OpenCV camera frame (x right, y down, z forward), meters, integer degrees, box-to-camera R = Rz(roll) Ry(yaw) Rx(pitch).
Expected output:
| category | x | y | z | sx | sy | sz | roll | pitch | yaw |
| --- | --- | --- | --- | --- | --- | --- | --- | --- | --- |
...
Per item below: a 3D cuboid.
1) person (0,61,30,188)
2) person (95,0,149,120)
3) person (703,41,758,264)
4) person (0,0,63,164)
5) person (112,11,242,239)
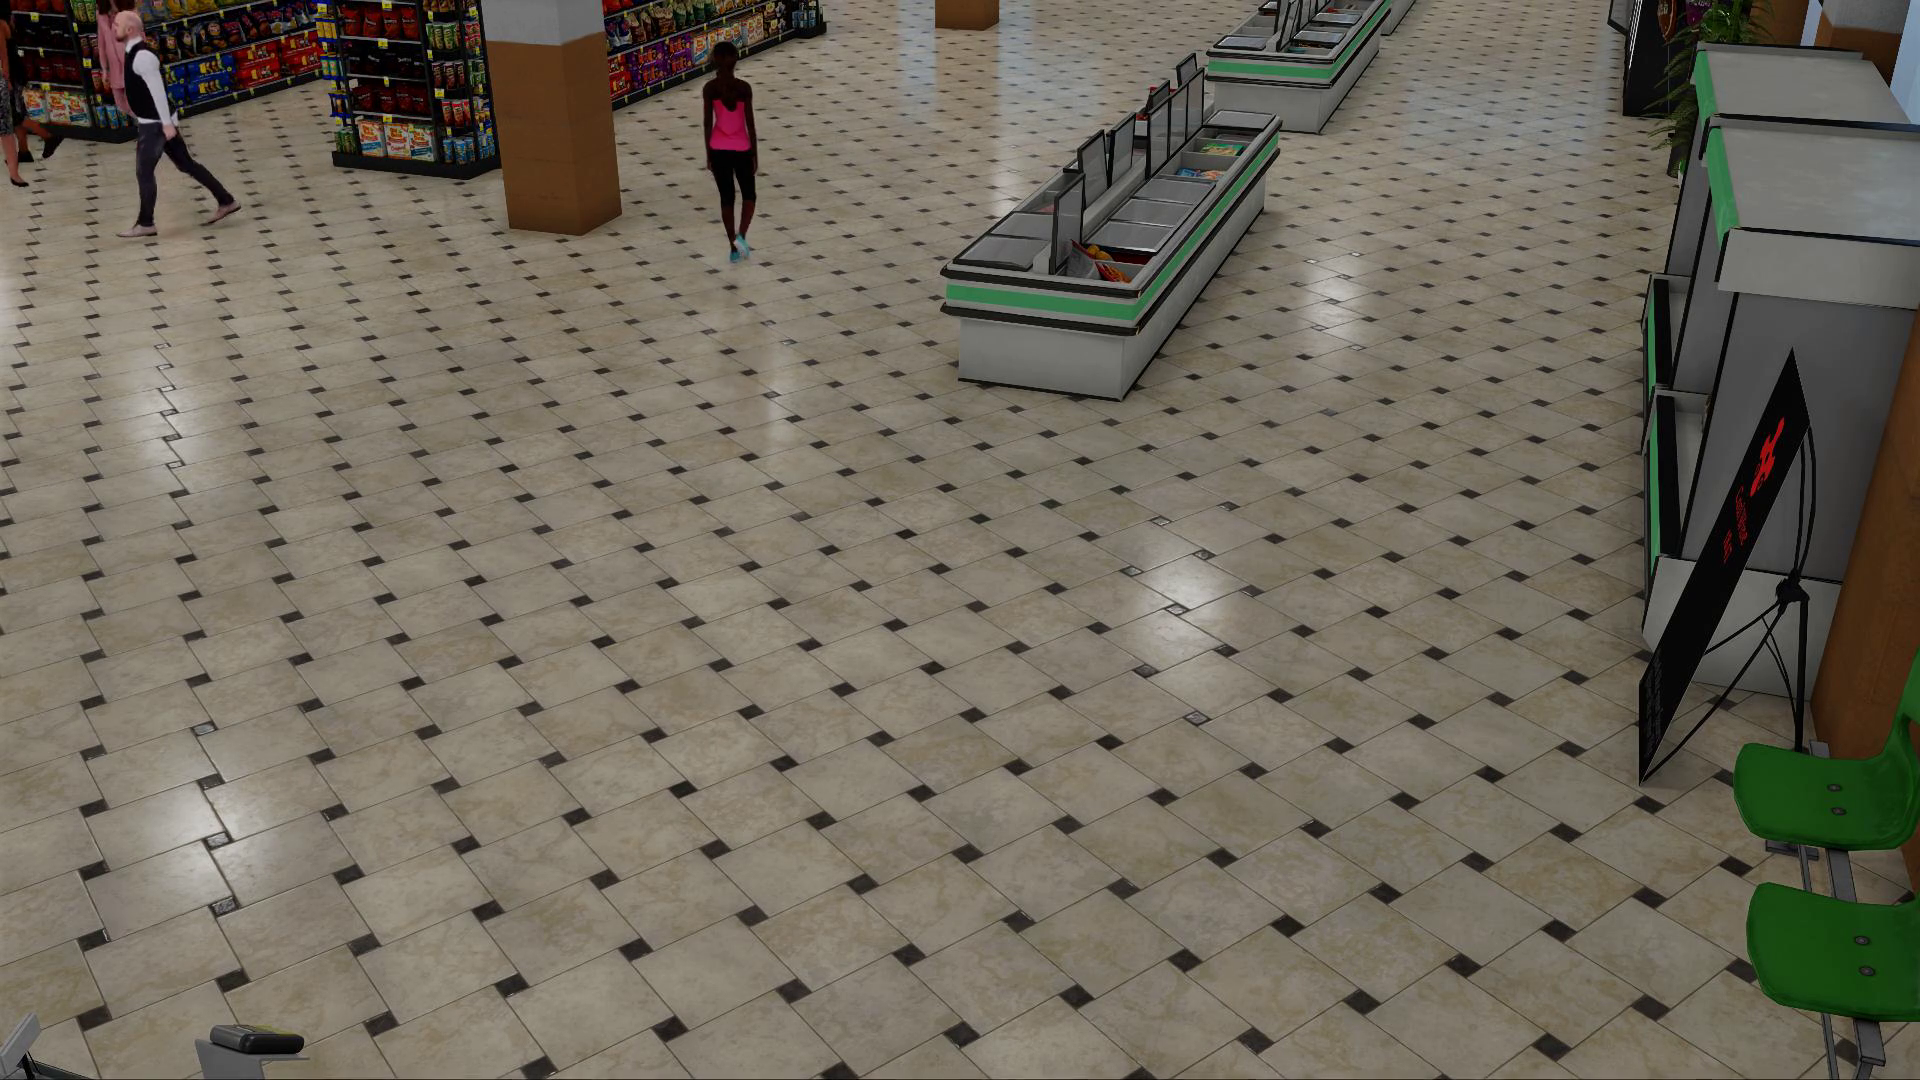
| category | x | y | z | sx | sy | sz | roll | pitch | yaw |
| --- | --- | --- | --- | --- | --- | --- | --- | --- | --- |
| person | -8.869 | -4.065 | 15.079 | 1.141 | 1.665 | 1.000 | -21 | 33 | -35 |
| person | -7.823 | -4.457 | 15.725 | 0.732 | 1.782 | 0.929 | 5 | 27 | 10 |
| person | -1.775 | -2.941 | 12.812 | 0.721 | 1.712 | 0.904 | 0 | 27 | 1 |
| person | -8.922 | -4.398 | 15.744 | 0.889 | 1.658 | 0.850 | -11 | 29 | -20 |
| person | -6.459 | -3.379 | 13.604 | 1.316 | 1.777 | 1.194 | -14 | 30 | -26 |
